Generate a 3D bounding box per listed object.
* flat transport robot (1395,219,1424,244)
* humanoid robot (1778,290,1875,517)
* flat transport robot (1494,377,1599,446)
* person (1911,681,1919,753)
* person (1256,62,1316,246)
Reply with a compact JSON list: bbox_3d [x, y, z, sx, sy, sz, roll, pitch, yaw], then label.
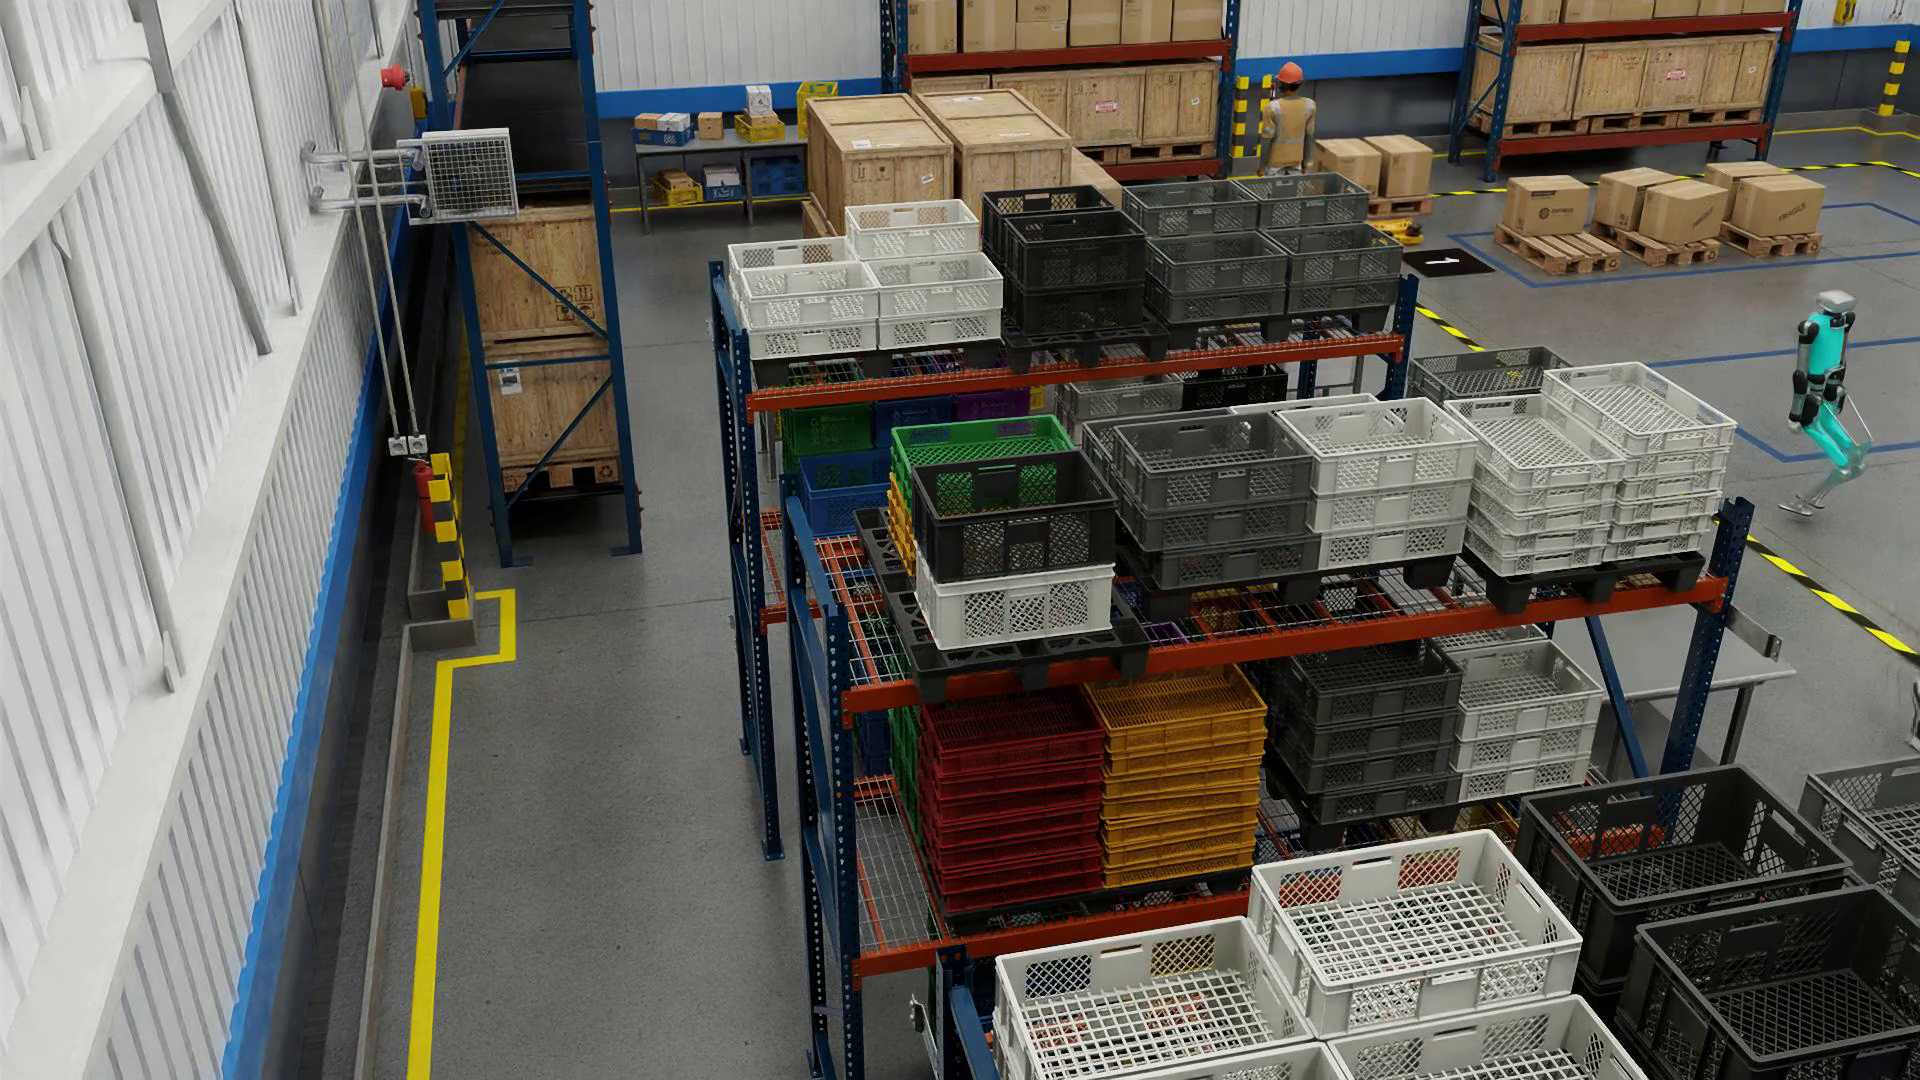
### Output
[{"bbox_3d":[4.667,-3.669,18.978,0.652,0.197,1.431,-6,28,-12],"label":"flat transport robot"},{"bbox_3d":[6.402,-0.944,12.119,0.533,1.677,0.735,-16,32,-27],"label":"humanoid robot"},{"bbox_3d":[4.780,-1.036,14.013,0.659,0.231,1.431,-6,28,-12],"label":"flat transport robot"},{"bbox_3d":[5.802,0.453,9.502,0.592,1.840,0.525,-7,29,-13],"label":"person"},{"bbox_3d":[3.488,-4.107,17.935,0.606,2.047,0.366,-8,29,-15],"label":"person"}]
